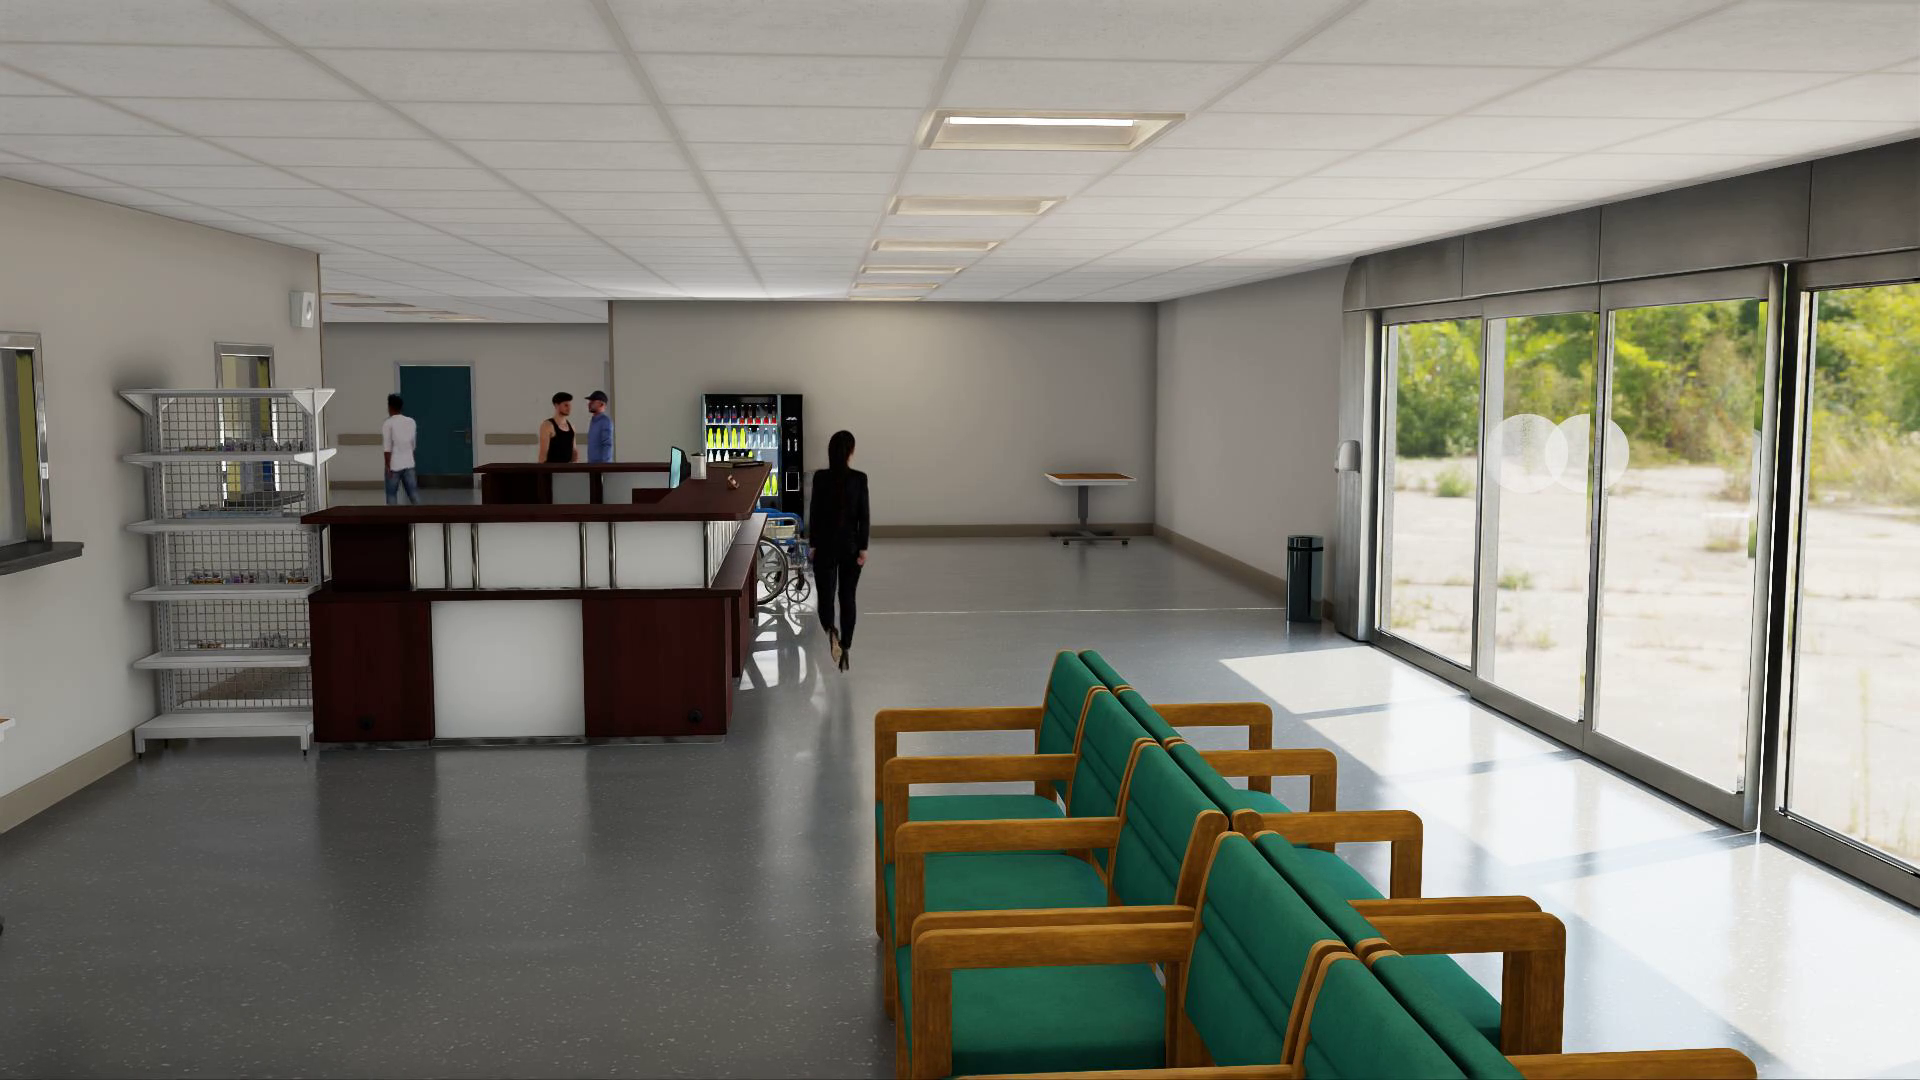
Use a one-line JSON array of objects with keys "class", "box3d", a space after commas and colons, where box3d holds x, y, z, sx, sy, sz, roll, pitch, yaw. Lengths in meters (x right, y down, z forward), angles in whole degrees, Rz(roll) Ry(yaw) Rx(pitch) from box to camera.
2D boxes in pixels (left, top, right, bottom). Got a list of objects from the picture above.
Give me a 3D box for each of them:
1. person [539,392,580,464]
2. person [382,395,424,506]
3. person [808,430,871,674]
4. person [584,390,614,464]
[{"class": "person", "box3d": [-4.631, -0.723, 18.832, 1.177, 1.851, 0.967, 2, 6, 22]}, {"class": "person", "box3d": [-7.332, -1.002, 21.928, 1.134, 1.787, 1.099, -5, 8, -41]}, {"class": "person", "box3d": [-0.834, 0.115, 11.338, 0.873, 1.684, 0.625, 0, 6, -3]}, {"class": "person", "box3d": [-4.263, -0.831, 19.750, 0.717, 1.883, 0.722, -3, 7, -31]}]
